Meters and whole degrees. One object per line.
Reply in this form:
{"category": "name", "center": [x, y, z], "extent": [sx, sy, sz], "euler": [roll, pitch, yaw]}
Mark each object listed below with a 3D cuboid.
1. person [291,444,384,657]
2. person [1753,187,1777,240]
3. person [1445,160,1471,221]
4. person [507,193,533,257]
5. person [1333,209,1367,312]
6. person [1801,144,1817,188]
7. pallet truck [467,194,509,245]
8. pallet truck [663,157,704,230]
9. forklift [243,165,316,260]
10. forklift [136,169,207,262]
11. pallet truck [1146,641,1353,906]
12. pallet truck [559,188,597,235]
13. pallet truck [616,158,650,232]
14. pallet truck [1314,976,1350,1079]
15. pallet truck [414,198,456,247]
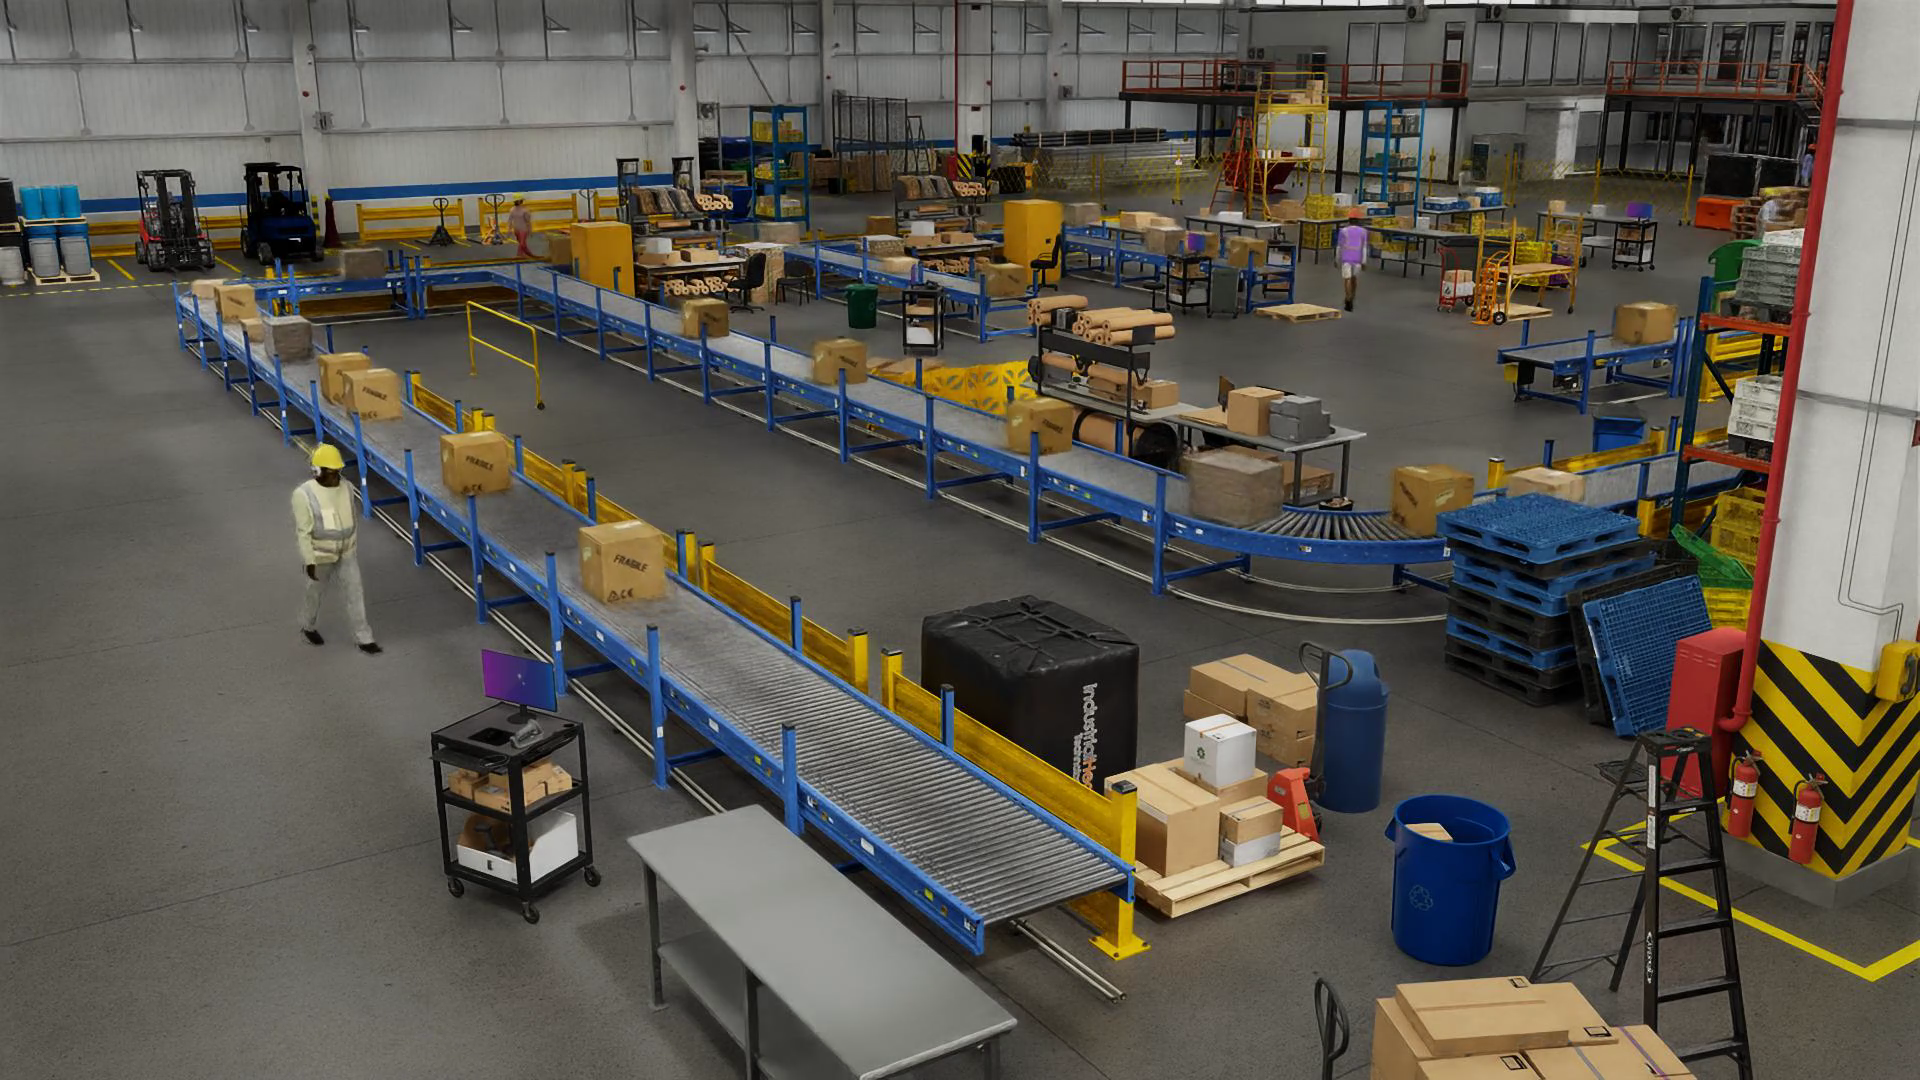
{"category": "person", "center": [-5.259, 0.074, 13.831], "extent": [0.899, 1.797, 0.596], "euler": [13, 21, 36]}
{"category": "person", "center": [18.212, -7.047, 37.510], "extent": [0.594, 1.804, 0.878], "euler": [-15, 23, -41]}
{"category": "person", "center": [14.185, -9.863, 47.040], "extent": [0.503, 1.702, 0.848], "euler": [-11, 20, -32]}
{"category": "person", "center": [-9.760, -6.875, 37.064], "extent": [0.518, 1.726, 0.904], "euler": [9, 19, 27]}
{"category": "person", "center": [7.410, -5.340, 31.667], "extent": [0.551, 1.895, 0.927], "euler": [-2, 17, -7]}
{"category": "person", "center": [25.999, -11.168, 50.996], "extent": [0.376, 1.931, 0.542], "euler": [3, 17, 8]}
{"category": "pallet truck", "center": [-11.983, -8.177, 42.137], "extent": [0.704, 1.261, 1.522], "euler": [-11, 20, -33]}
{"category": "pallet truck", "center": [-7.586, -9.308, 44.692], "extent": [0.823, 1.965, 1.885], "euler": [-11, 20, -33]}
{"category": "forklift", "center": [-15.898, -7.669, 38.708], "extent": [1.157, 1.987, 2.680], "euler": [-11, 20, -33]}
{"category": "forklift", "center": [-17.842, -7.318, 37.559], "extent": [1.157, 1.987, 2.680], "euler": [-10, 20, -31]}
{"category": "pallet truck", "center": [1.664, 1.407, 10.232], "extent": [1.630, 1.274, 0.653], "euler": [-10, 20, -31]}
{"category": "pallet truck", "center": [-10.010, -8.652, 43.699], "extent": [0.653, 1.274, 1.630], "euler": [-10, 20, -31]}
{"category": "pallet truck", "center": [-8.918, -9.176, 44.255], "extent": [0.823, 1.965, 1.885], "euler": [-9, 19, -27]}
{"category": "pallet truck", "center": [2.299, 2.390, 7.086], "extent": [1.601, 1.201, 0.680], "euler": [-2, 17, -7]}
{"category": "pallet truck", "center": [-13.250, -8.060, 41.856], "extent": [0.680, 1.201, 1.601], "euler": [-10, 20, -31]}
